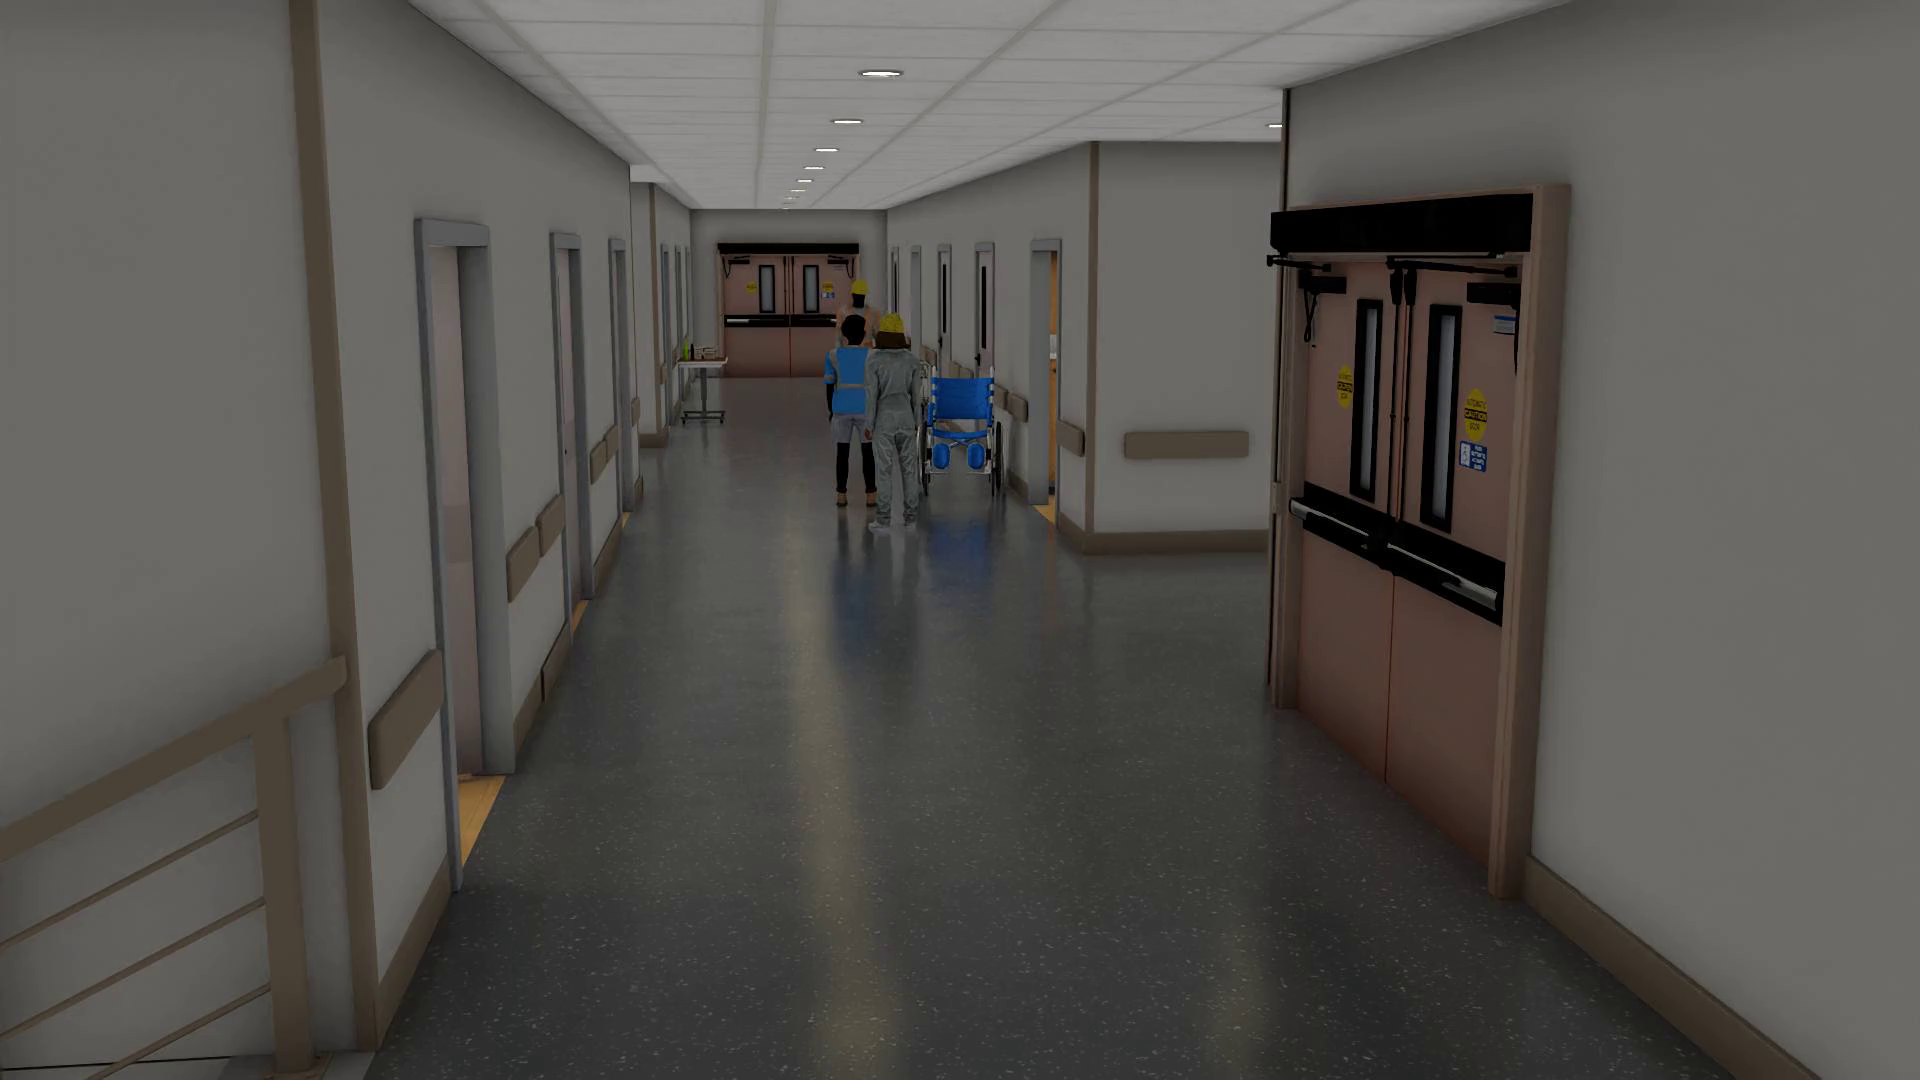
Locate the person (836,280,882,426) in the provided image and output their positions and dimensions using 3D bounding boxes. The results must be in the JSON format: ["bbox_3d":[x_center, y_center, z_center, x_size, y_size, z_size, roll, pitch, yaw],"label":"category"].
[{"bbox_3d":[-1.321,-2.465,21.859,0.603,1.885,0.898,-2,10,-14],"label":"person"}]

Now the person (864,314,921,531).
[{"bbox_3d":[-0.548,-0.945,13.403,0.487,1.744,0.297,-5,11,-25],"label":"person"}]

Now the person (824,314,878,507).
[{"bbox_3d":[-0.924,-1.132,14.616,0.537,1.698,0.320,1,10,7],"label":"person"}]
